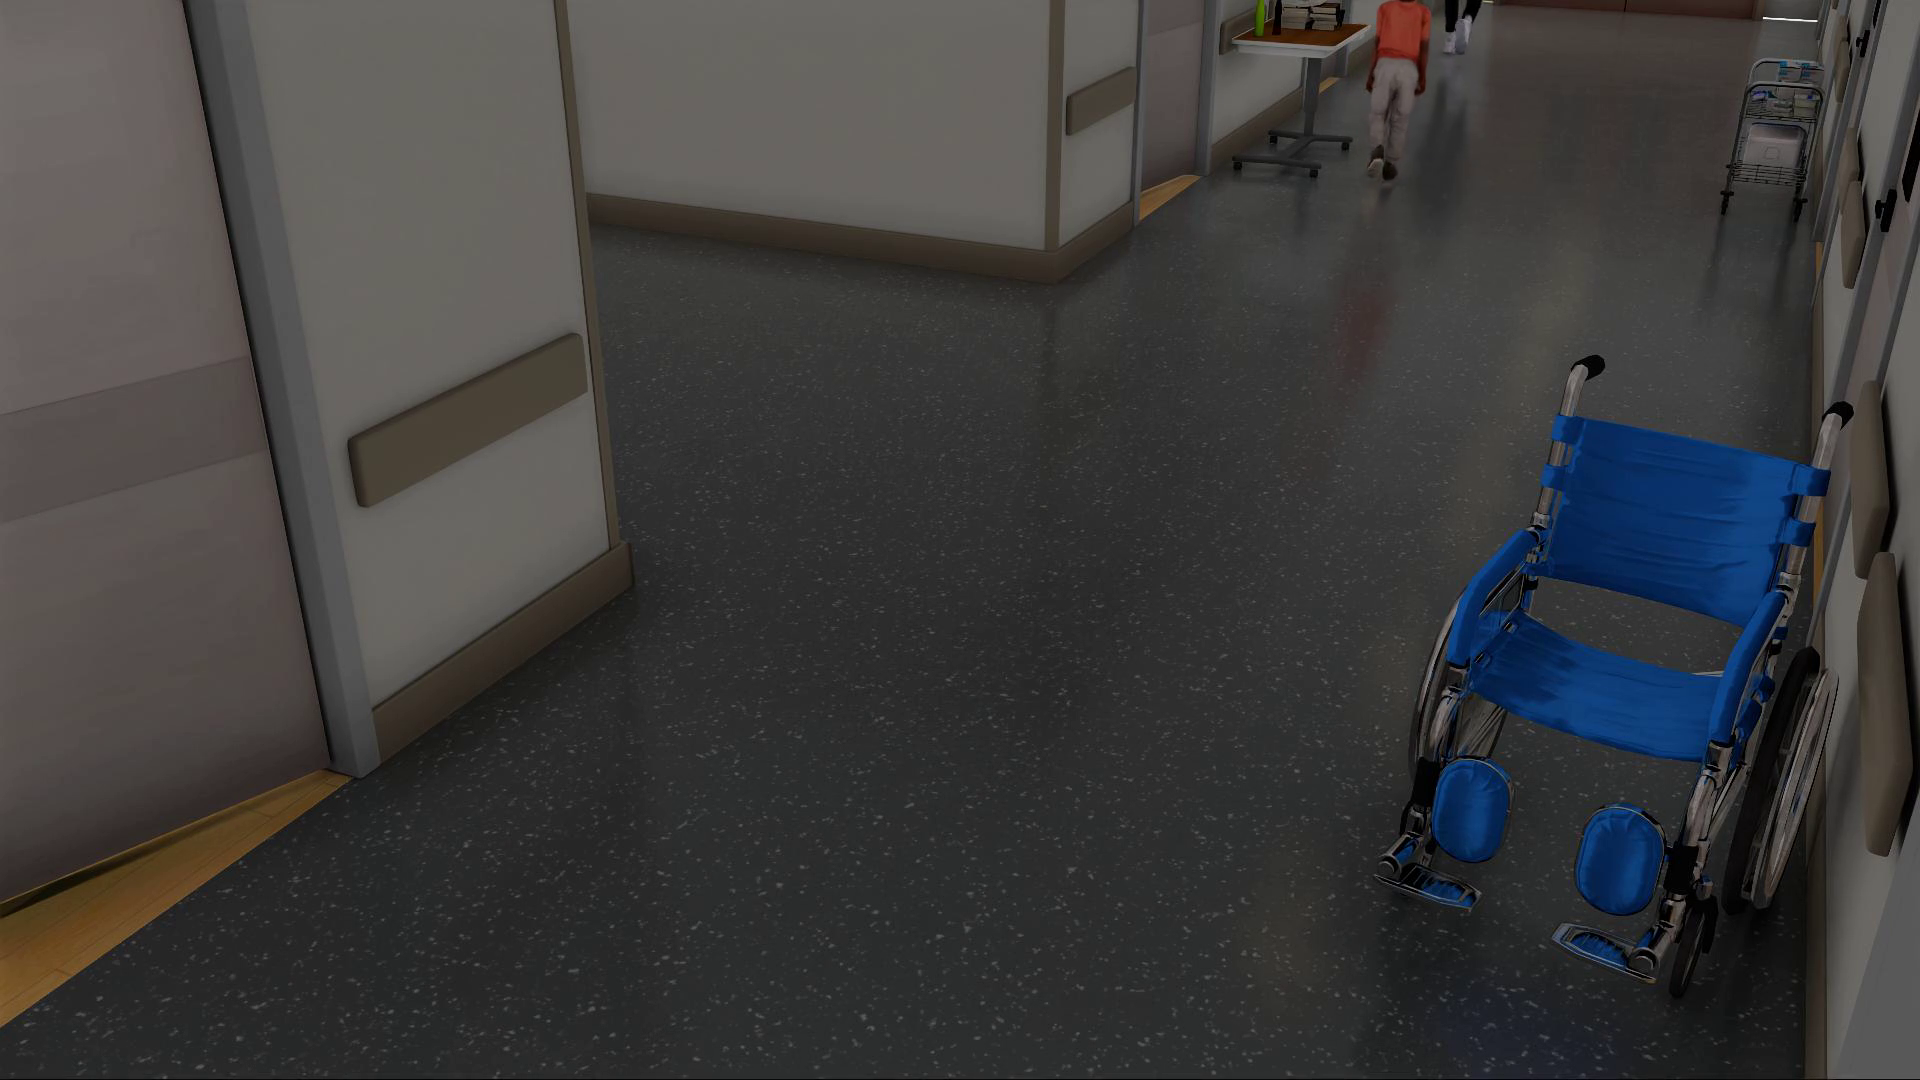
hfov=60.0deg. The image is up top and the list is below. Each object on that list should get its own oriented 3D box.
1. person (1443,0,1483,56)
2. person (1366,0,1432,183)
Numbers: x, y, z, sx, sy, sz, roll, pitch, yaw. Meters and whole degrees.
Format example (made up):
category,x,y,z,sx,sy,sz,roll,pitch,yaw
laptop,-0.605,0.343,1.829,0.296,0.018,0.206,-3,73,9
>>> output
category,x,y,z,sx,sy,sz,roll,pitch,yaw
person,4.242,-4.952,13.896,0.706,1.800,1.047,9,27,19
person,2.615,-2.795,9.998,0.523,1.302,0.638,9,27,17
